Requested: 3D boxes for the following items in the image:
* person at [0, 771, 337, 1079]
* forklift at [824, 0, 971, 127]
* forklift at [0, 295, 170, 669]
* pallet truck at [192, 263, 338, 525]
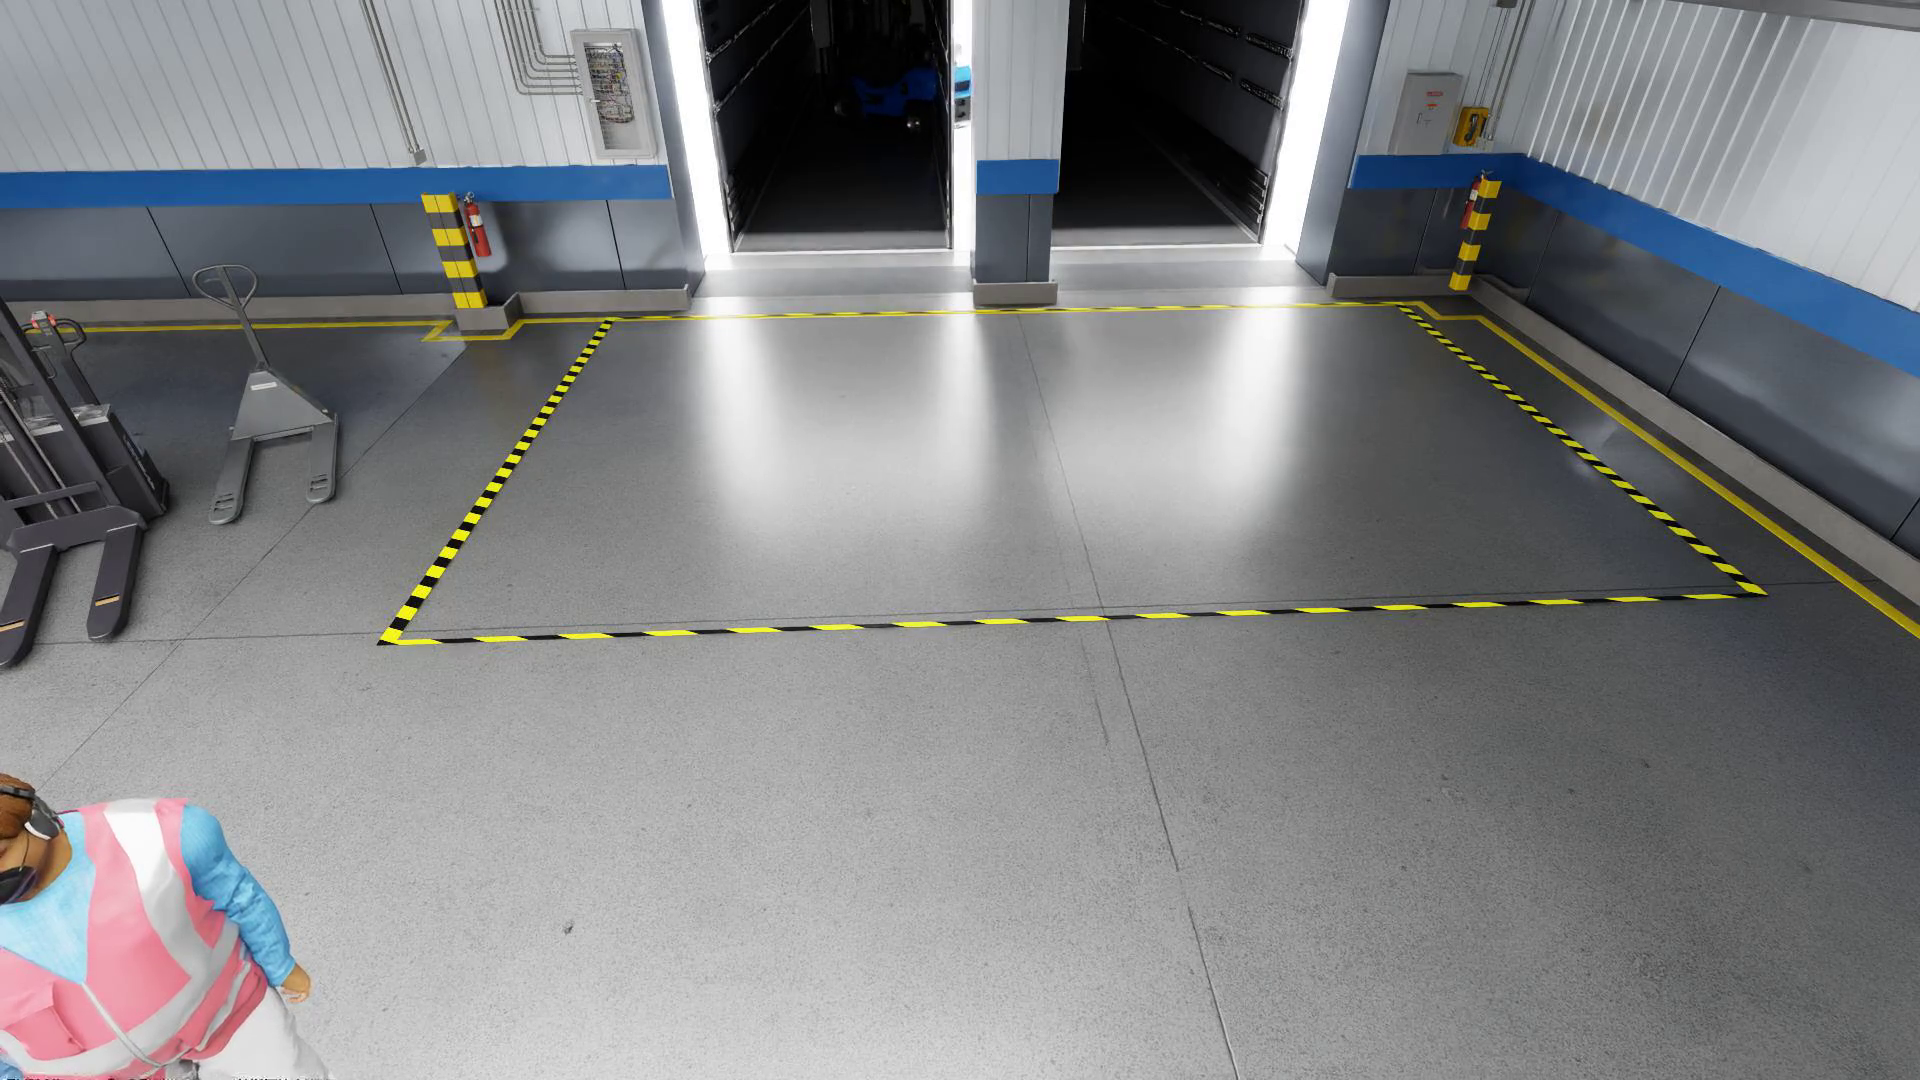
[{"bbox_3d":[-2.028,1.243,2.339,0.622,1.843,0.431,-28,43,-34],"label":"person"},{"bbox_3d":[-1.028,-8.211,15.475,2.680,2.036,1.157,24,41,30],"label":"forklift"},{"bbox_3d":[-5.212,-0.618,4.878,0.823,1.965,1.885,-20,39,-26],"label":"forklift"},{"bbox_3d":[-4.778,-1.027,6.128,0.680,1.201,1.601,-17,38,-23],"label":"pallet truck"}]
